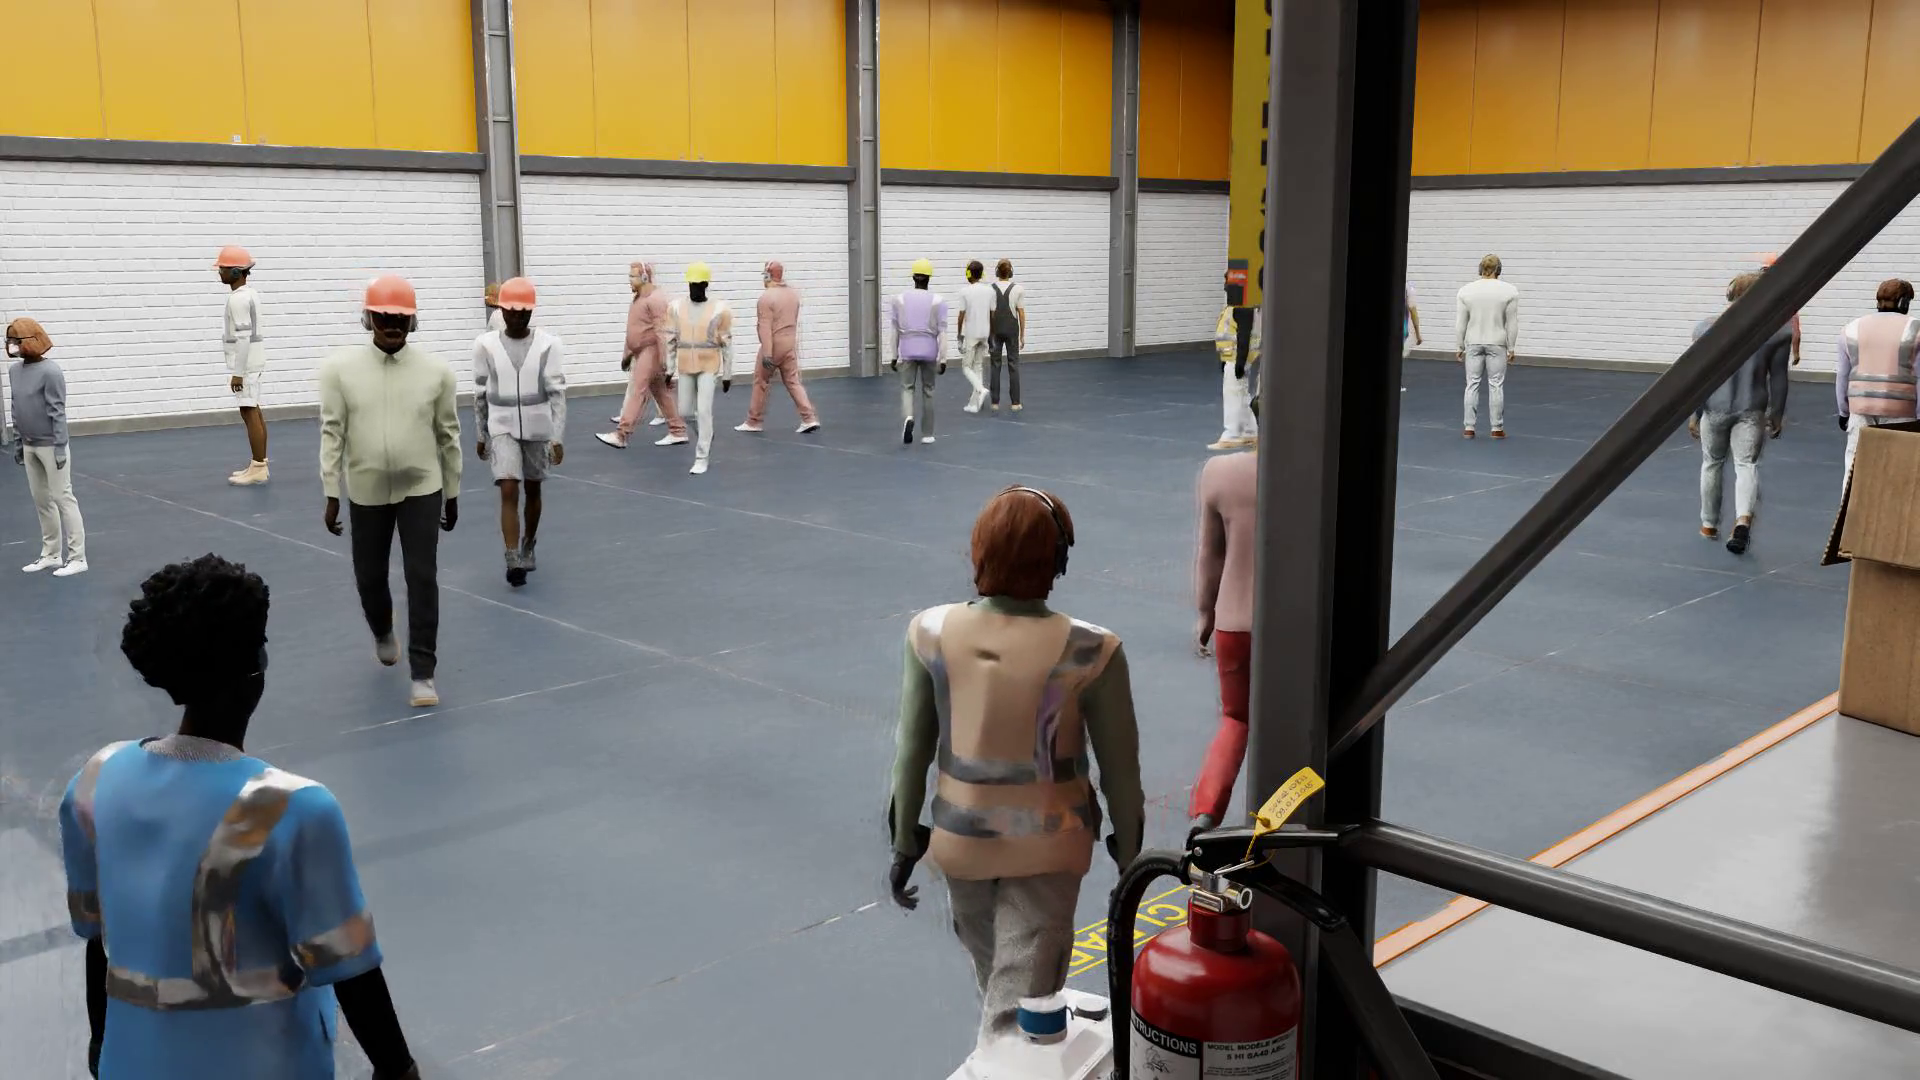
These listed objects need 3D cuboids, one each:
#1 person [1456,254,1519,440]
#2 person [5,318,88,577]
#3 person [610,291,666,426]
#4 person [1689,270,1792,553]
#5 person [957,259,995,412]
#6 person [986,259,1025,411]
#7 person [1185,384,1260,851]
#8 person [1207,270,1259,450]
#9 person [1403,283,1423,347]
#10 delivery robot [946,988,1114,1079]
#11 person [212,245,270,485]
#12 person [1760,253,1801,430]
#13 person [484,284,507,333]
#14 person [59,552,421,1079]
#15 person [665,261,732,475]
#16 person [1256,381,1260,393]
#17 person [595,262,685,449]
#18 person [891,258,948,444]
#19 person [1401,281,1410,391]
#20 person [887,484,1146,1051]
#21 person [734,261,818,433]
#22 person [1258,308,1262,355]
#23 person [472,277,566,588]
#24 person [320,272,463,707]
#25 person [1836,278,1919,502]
[{"bbox_3d":[5.506,-2.013,17.419,0.627,1.933,0.376,5,12,26],"label":"person"},{"bbox_3d":[-5.774,-0.582,10.460,0.497,1.626,0.288,6,12,29],"label":"person"},{"bbox_3d":[-3.558,-2.062,18.534,0.543,1.607,0.692,8,13,37],"label":"person"},{"bbox_3d":[5.293,-0.878,11.330,0.625,1.902,0.948,3,11,18],"label":"person"},{"bbox_3d":[0.219,-2.424,19.890,0.528,1.849,0.643,-6,12,-28],"label":"person"},{"bbox_3d":[0.533,-2.481,20.208,0.505,1.845,0.345,1,10,5],"label":"person"},{"bbox_3d":[0.979,0.290,5.354,0.536,1.748,0.488,7,13,34],"label":"person"},{"bbox_3d":[2.780,-1.806,16.652,0.550,1.832,0.660,1,10,6],"label":"person"},{"bbox_3d":[5.501,-2.591,20.869,0.690,1.824,0.582,-10,14,-43],"label":"person"},{"bbox_3d":[0.172,1.185,3.481,0.477,0.478,0.707,5,12,27],"label":"delivery robot"},{"bbox_3d":[-6.158,-1.494,14.276,0.365,2.048,0.607,-3,11,-16],"label":"person"},{"bbox_3d":[8.701,-2.101,17.891,1.050,1.934,0.636,-7,13,-35],"label":"person"},{"bbox_3d":[-4.944,-1.909,17.715,0.499,1.618,0.506,1,10,4],"label":"person"},{"bbox_3d":[-1.084,0.839,2.634,0.580,1.634,0.898,6,12,31],"label":"person"},{"bbox_3d":[-2.342,-1.568,15.055,0.612,1.909,0.672,2,11,11],"label":"person"},{"bbox_3d":[4.277,-2.731,21.975,0.923,1.697,0.496,-5,12,-26],"label":"person"},{"bbox_3d":[-3.223,-1.842,16.689,0.990,1.852,0.676,-5,12,-26],"label":"person"},{"bbox_3d":[-0.419,-1.897,16.858,0.607,1.907,0.658,1,10,5],"label":"person"},{"bbox_3d":[5.881,-2.924,22.575,0.506,1.860,0.538,-5,11,-24],"label":"person"},{"bbox_3d":[0.152,0.672,3.665,0.542,1.591,0.859,5,11,25],"label":"person"},{"bbox_3d":[-1.972,-2.072,17.949,0.963,1.863,0.658,7,12,33],"label":"person"},{"bbox_3d":[5.542,-4.221,29.707,0.631,1.842,0.428,-6,12,-30],"label":"person"},{"bbox_3d":[-2.697,-0.667,10.231,0.553,1.868,1.037,-3,11,-15],"label":"person"},{"bbox_3d":[-2.625,-0.252,7.715,0.627,1.969,0.759,-3,11,-18],"label":"person"},{"bbox_3d":[6.387,-0.878,11.495,0.430,1.838,0.620,-9,14,-40],"label":"person"}]
